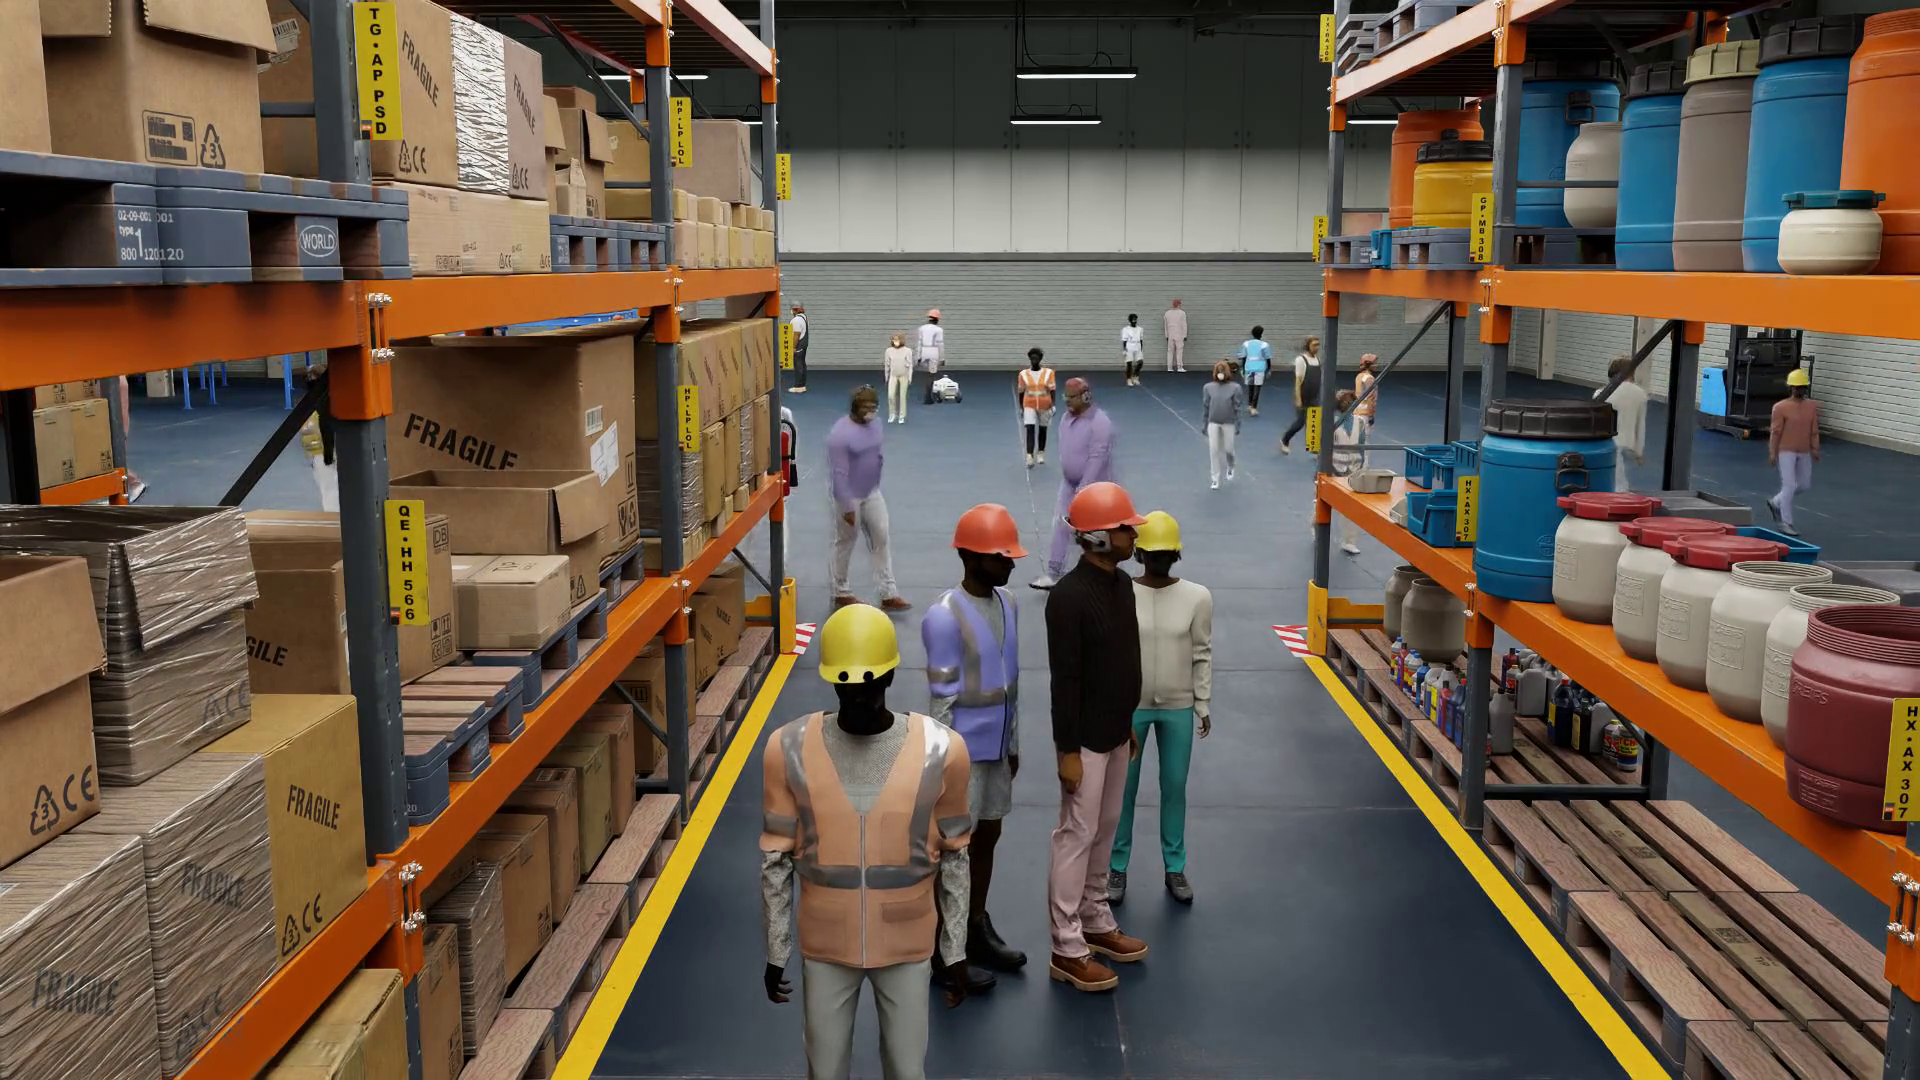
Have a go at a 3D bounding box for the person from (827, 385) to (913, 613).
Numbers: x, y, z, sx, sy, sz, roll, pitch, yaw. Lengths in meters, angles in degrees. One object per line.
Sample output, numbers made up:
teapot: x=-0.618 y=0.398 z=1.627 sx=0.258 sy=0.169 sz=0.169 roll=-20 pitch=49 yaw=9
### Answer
person: x=-0.754 y=-0.313 z=13.410 sx=0.877 sy=1.876 sz=0.689 roll=8 pitch=13 yaw=41

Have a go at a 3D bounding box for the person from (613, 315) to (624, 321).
person: x=-6.272 y=-3.199 z=30.682 sx=0.574 sy=1.883 sz=0.355 roll=-9 pitch=13 yaw=-43

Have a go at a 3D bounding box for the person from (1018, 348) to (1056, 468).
person: x=1.080 y=-1.872 z=23.404 sx=0.539 sy=1.659 sz=0.820 roll=0 pitch=9 yaw=1

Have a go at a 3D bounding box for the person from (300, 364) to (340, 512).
person: x=-6.573 y=-0.903 z=17.179 sx=0.432 sy=1.806 sz=0.721 roll=-4 pitch=10 yaw=-25

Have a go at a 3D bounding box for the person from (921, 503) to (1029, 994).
person: x=0.084 y=0.809 z=6.556 sx=0.385 sy=1.929 sz=0.541 roll=7 pitch=12 yaw=36

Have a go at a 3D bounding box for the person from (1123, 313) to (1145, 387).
person: x=4.000 y=-4.369 z=38.284 sx=0.547 sy=1.678 sz=0.437 roll=-4 pitch=10 yaw=-22

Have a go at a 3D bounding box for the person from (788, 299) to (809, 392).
person: x=-3.630 y=-4.279 z=36.802 sx=0.538 sy=2.000 sz=0.684 roll=2 pitch=10 yaw=10

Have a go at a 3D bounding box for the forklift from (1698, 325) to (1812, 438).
forklift: x=13.248 y=-3.165 z=27.620 sx=1.129 sy=2.768 sz=1.873 roll=0 pitch=9 yaw=1

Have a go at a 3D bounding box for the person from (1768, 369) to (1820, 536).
person: x=8.781 y=-0.946 z=17.592 sx=0.526 sy=1.744 sz=0.580 roll=-2 pitch=10 yaw=-9

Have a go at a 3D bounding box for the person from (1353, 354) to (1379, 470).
person: x=5.407 y=-1.662 z=22.207 sx=0.314 sy=1.636 sz=0.516 roll=-1 pitch=10 yaw=-4

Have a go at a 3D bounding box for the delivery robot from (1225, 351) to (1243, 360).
delivery robot: x=7.253 y=-4.800 z=43.308 sx=0.698 sy=0.223 sz=0.335 roll=-3 pitch=10 yaw=-16

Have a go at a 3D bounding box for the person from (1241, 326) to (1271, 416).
person: x=5.586 y=-3.181 z=31.224 sx=0.553 sy=1.655 sz=0.820 roll=5 pitch=11 yaw=28

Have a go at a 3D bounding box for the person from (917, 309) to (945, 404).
person: x=-0.523 y=-3.730 z=33.781 sx=0.563 sy=1.907 sz=0.736 roll=6 pitch=11 yaw=33

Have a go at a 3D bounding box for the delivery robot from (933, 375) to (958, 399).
delivery robot: x=-0.299 y=-3.148 z=34.190 sx=0.477 sy=0.478 sz=0.707 roll=-3 pitch=10 yaw=-20

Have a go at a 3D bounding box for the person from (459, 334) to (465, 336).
person: x=-8.819 y=-3.081 z=30.090 sx=0.572 sy=1.840 sz=0.373 roll=0 pitch=9 yaw=0

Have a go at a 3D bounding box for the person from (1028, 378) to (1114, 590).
person: x=1.004 y=-0.459 z=14.353 sx=0.953 sy=1.854 sz=0.630 roll=-8 pitch=12 yaw=-40

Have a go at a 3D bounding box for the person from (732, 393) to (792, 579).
person: x=-1.812 y=-0.591 z=15.176 sx=0.582 sy=1.836 sz=0.908 roll=-4 pitch=10 yaw=-23

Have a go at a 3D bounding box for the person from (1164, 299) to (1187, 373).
person: x=5.641 y=-5.320 z=43.314 sx=0.641 sy=1.908 sz=0.407 roll=7 pitch=12 yaw=36

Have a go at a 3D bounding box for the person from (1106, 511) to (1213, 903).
person: x=0.863 y=0.744 z=7.413 sx=0.533 sy=1.766 sz=0.316 roll=0 pitch=9 yaw=-2

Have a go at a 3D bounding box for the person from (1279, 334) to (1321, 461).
person: x=5.019 y=-2.077 z=24.156 sx=0.518 sy=1.827 sz=0.790 roll=-5 pitch=11 yaw=-30

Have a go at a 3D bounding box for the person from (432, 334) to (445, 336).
person: x=-8.376 y=-2.502 z=26.849 sx=0.525 sy=1.769 sz=0.327 roll=2 pitch=10 yaw=9

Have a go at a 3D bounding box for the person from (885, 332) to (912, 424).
person: x=-1.090 y=-2.856 z=29.422 sx=0.514 sy=1.612 sz=0.564 roll=1 pitch=10 yaw=6

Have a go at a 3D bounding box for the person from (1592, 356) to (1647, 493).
person: x=6.710 y=-0.945 z=17.160 sx=0.647 sy=1.885 sz=1.025 roll=-4 pitch=10 yaw=-24

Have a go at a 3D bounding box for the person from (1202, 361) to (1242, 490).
person: x=3.332 y=-1.475 z=21.147 sx=0.499 sy=1.620 sz=0.543 roll=3 pitch=10 yaw=18

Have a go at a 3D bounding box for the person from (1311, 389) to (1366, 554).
person: x=3.763 y=-0.705 z=16.557 sx=0.523 sy=1.612 sz=0.716 roll=-2 pitch=10 yaw=-14

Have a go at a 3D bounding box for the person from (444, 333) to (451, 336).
person: x=-8.806 y=-2.809 z=28.400 sx=0.489 sy=1.862 sz=0.534 roll=4 pitch=10 yaw=24

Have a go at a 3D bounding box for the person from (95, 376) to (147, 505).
person: x=-9.884 y=-1.317 z=19.383 sx=0.441 sy=1.891 sz=0.684 roll=-7 pitch=12 yaw=-34

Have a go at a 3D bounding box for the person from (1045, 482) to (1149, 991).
person: x=0.548 y=0.759 z=6.626 sx=0.377 sy=1.995 sz=0.622 roll=5 pitch=11 yaw=28

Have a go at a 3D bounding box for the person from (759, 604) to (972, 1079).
person: x=-0.264 y=1.120 z=4.676 sx=0.595 sy=1.925 sz=0.371 roll=0 pitch=9 yaw=0
